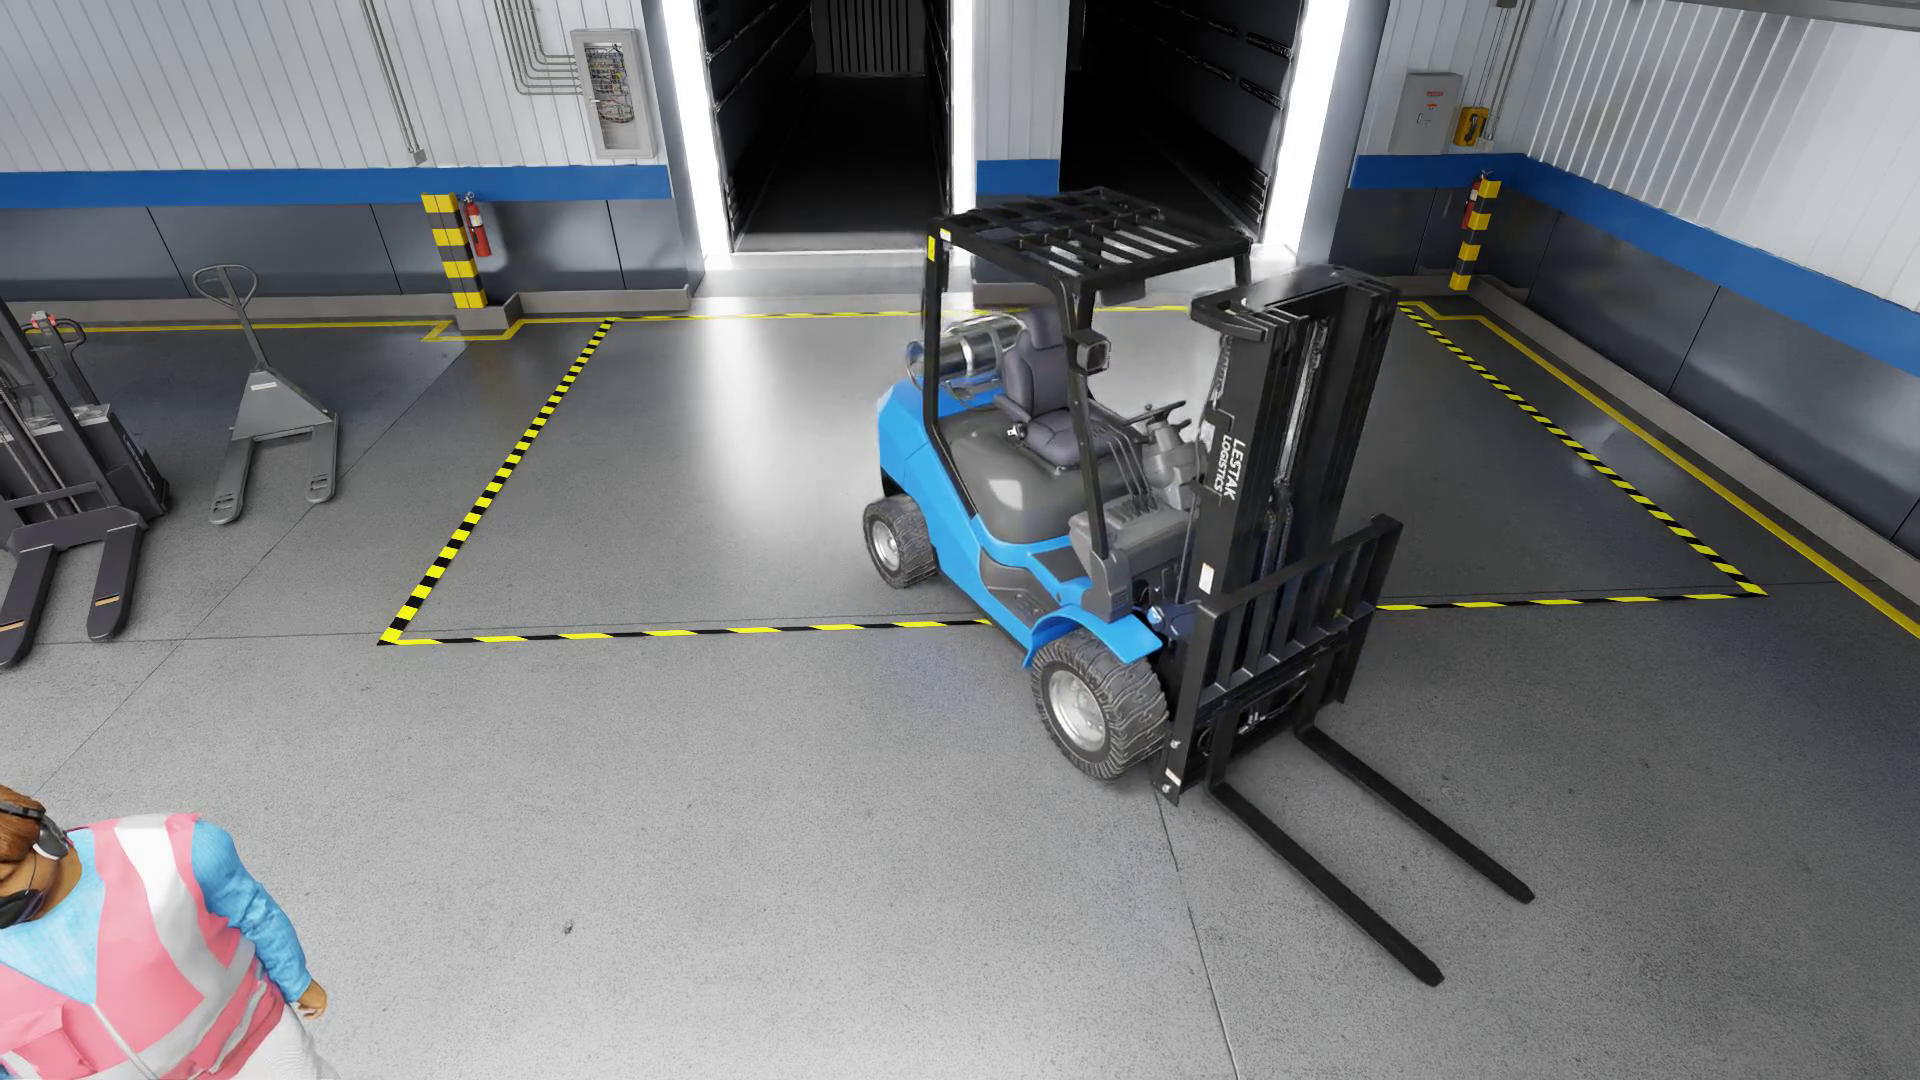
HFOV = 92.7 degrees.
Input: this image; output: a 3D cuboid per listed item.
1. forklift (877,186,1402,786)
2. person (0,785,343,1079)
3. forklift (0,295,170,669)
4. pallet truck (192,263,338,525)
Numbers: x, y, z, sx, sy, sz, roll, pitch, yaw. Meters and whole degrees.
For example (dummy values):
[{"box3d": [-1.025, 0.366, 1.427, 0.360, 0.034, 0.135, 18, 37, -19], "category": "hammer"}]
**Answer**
[{"box3d": [0.605, -0.507, 4.408, 1.157, 2.036, 2.680, -21, 40, -27], "category": "forklift"}, {"box3d": [-1.960, 1.274, 2.294, 0.632, 1.842, 0.429, -27, 43, -33], "category": "person"}, {"box3d": [-5.212, -0.618, 4.878, 0.823, 1.965, 1.885, -20, 39, -26], "category": "forklift"}, {"box3d": [-4.778, -1.027, 6.128, 0.680, 1.201, 1.601, -17, 38, -23], "category": "pallet truck"}]
